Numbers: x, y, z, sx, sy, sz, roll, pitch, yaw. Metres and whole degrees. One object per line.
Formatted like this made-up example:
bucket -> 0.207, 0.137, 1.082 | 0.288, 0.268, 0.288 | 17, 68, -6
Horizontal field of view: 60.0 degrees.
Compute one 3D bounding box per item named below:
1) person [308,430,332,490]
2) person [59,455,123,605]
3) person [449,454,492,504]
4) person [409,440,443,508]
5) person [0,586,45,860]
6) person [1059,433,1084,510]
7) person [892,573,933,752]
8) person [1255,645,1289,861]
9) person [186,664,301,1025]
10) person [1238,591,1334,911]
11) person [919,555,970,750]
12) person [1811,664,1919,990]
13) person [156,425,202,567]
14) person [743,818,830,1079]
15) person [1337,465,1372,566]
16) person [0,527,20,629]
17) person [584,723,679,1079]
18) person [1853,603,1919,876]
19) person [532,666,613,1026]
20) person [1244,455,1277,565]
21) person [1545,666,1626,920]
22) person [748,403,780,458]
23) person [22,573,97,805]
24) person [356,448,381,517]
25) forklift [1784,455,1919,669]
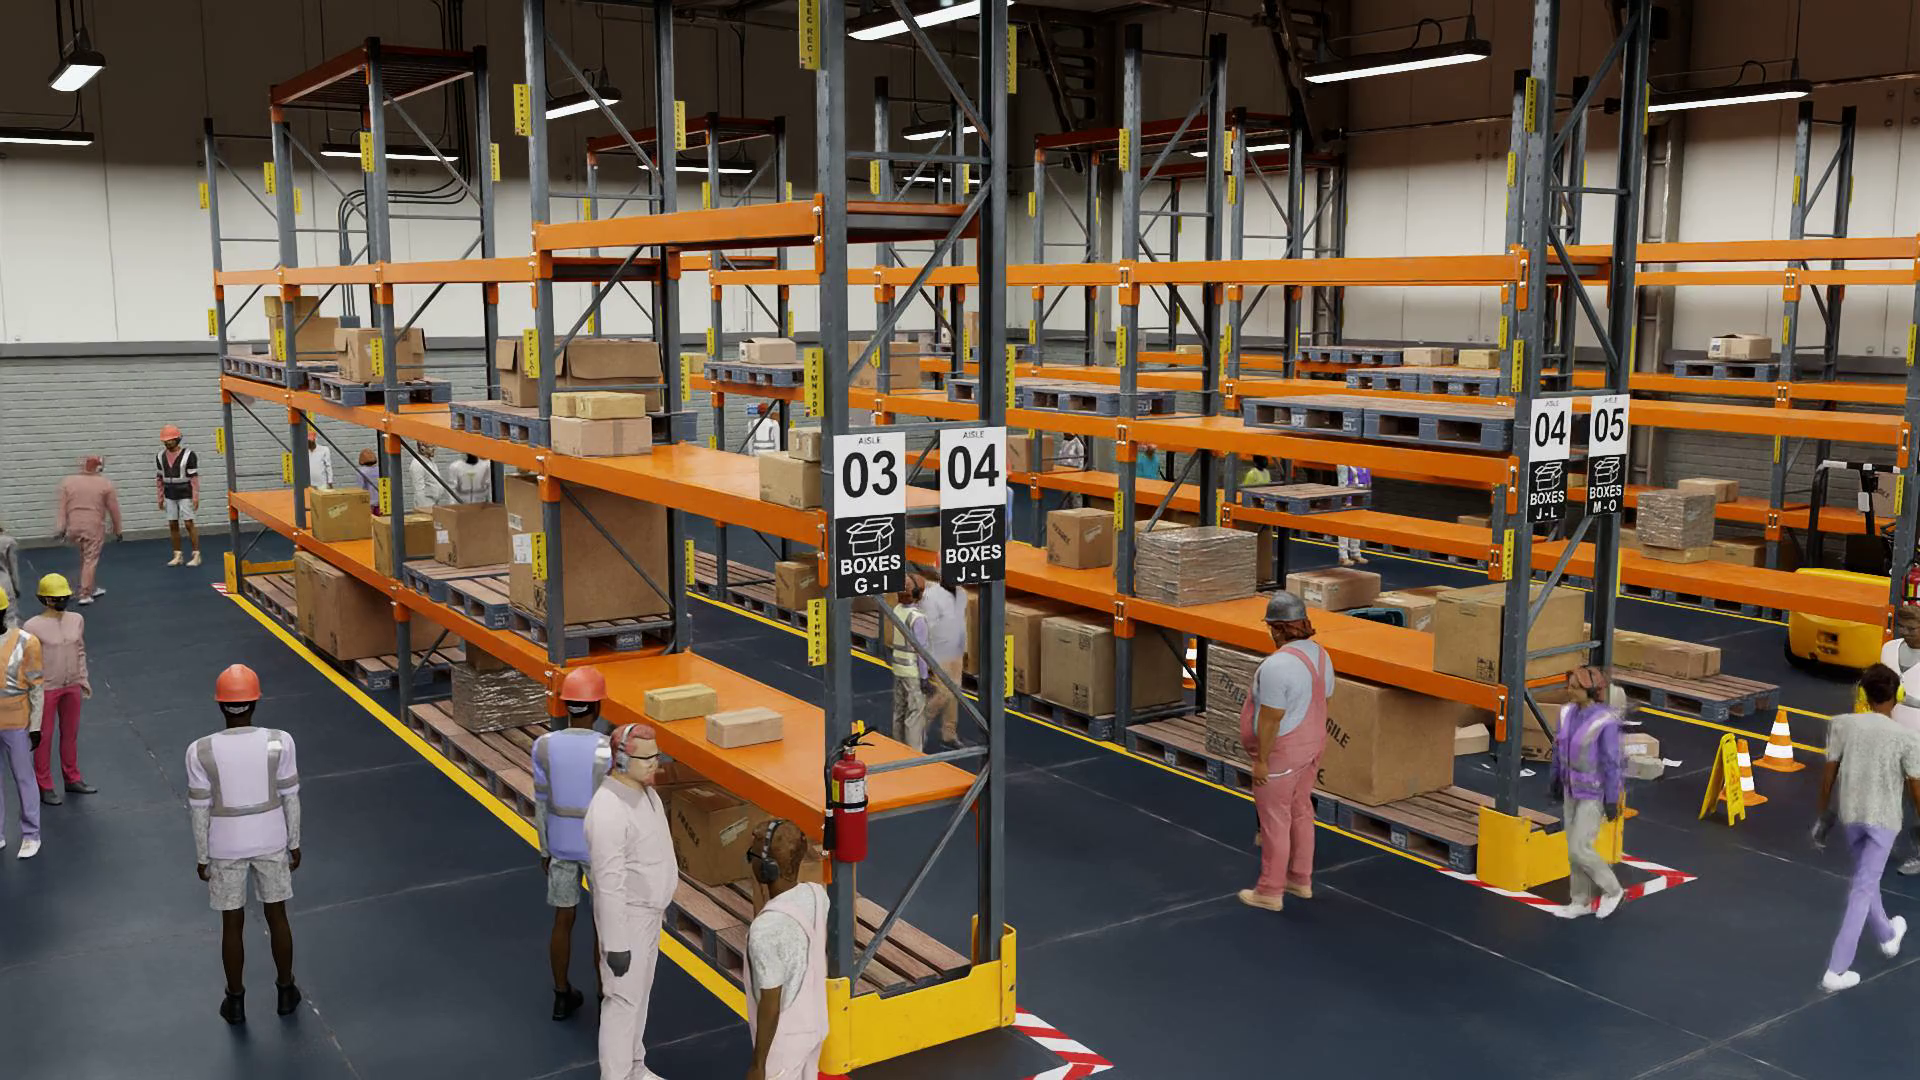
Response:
person -> -10.339, -0.935, 26.599 | 0.574, 1.737, 0.354 | -3, 9, -19
person -> -10.901, -0.141, 20.915 | 0.683, 1.852, 0.822 | 0, 9, 0
person -> -6.736, -0.459, 22.974 | 0.601, 1.866, 1.015 | -3, 9, -16
person -> -7.346, -0.478, 22.991 | 0.410, 1.909, 0.643 | -1, 9, -5
person -> -6.609, 1.245, 11.452 | 0.587, 1.927, 0.365 | 0, 9, -3
person -> 1.805, -1.049, 27.032 | 0.404, 1.833, 0.592 | -5, 10, -28
person -> -0.392, 1.086, 13.444 | 0.307, 1.645, 0.518 | -4, 10, -27
person -> 2.220, 1.366, 11.444 | 0.319, 1.688, 0.539 | -3, 9, -18
person -> -3.818, 1.621, 8.912 | 0.545, 1.938, 0.358 | -4, 10, -27
person -> 2.054, 1.313, 10.620 | 0.535, 2.000, 0.686 | 8, 11, 41
person -> -0.113, 0.936, 14.108 | 0.386, 1.739, 0.573 | 6, 11, 36
person -> 5.235, 1.604, 9.433 | 1.001, 1.806, 0.563 | -6, 10, -34
person -> -11.071, -0.615, 23.514 | 0.613, 2.029, 0.409 | 1, 9, 7
person -> -0.705, 2.006, 6.653 | 0.342, 1.846, 0.508 | 3, 9, 20
person -> 5.645, -0.557, 23.729 | 0.633, 1.841, 0.429 | -7, 11, -38
person -> -9.886, 0.508, 17.015 | 0.491, 1.722, 0.678 | -6, 10, -33
person -> -1.528, 1.795, 7.866 | 0.403, 1.904, 0.652 | 0, 9, 3
person -> 6.414, 1.325, 11.210 | 0.390, 1.838, 0.563 | -3, 9, -21
person -> -1.994, 1.627, 8.907 | 0.546, 1.928, 0.384 | 2, 9, 12
person -> 4.306, -0.468, 23.739 | 0.869, 1.644, 0.563 | 7, 11, 40
person -> 3.857, 1.573, 10.266 | 0.362, 1.632, 0.520 | -2, 9, -12
person -> -3.561, -1.552, 30.232 | 0.575, 1.880, 0.362 | 1, 9, 5
person -> -6.907, 1.127, 12.765 | 0.325, 1.769, 0.524 | 3, 9, 22
person -> -8.550, -0.515, 24.141 | 0.285, 1.633, 0.499 | 5, 10, 28
forklift -> 9.643, 0.253, 17.172 | 2.313, 2.155, 1.214 | -6, 10, -33
